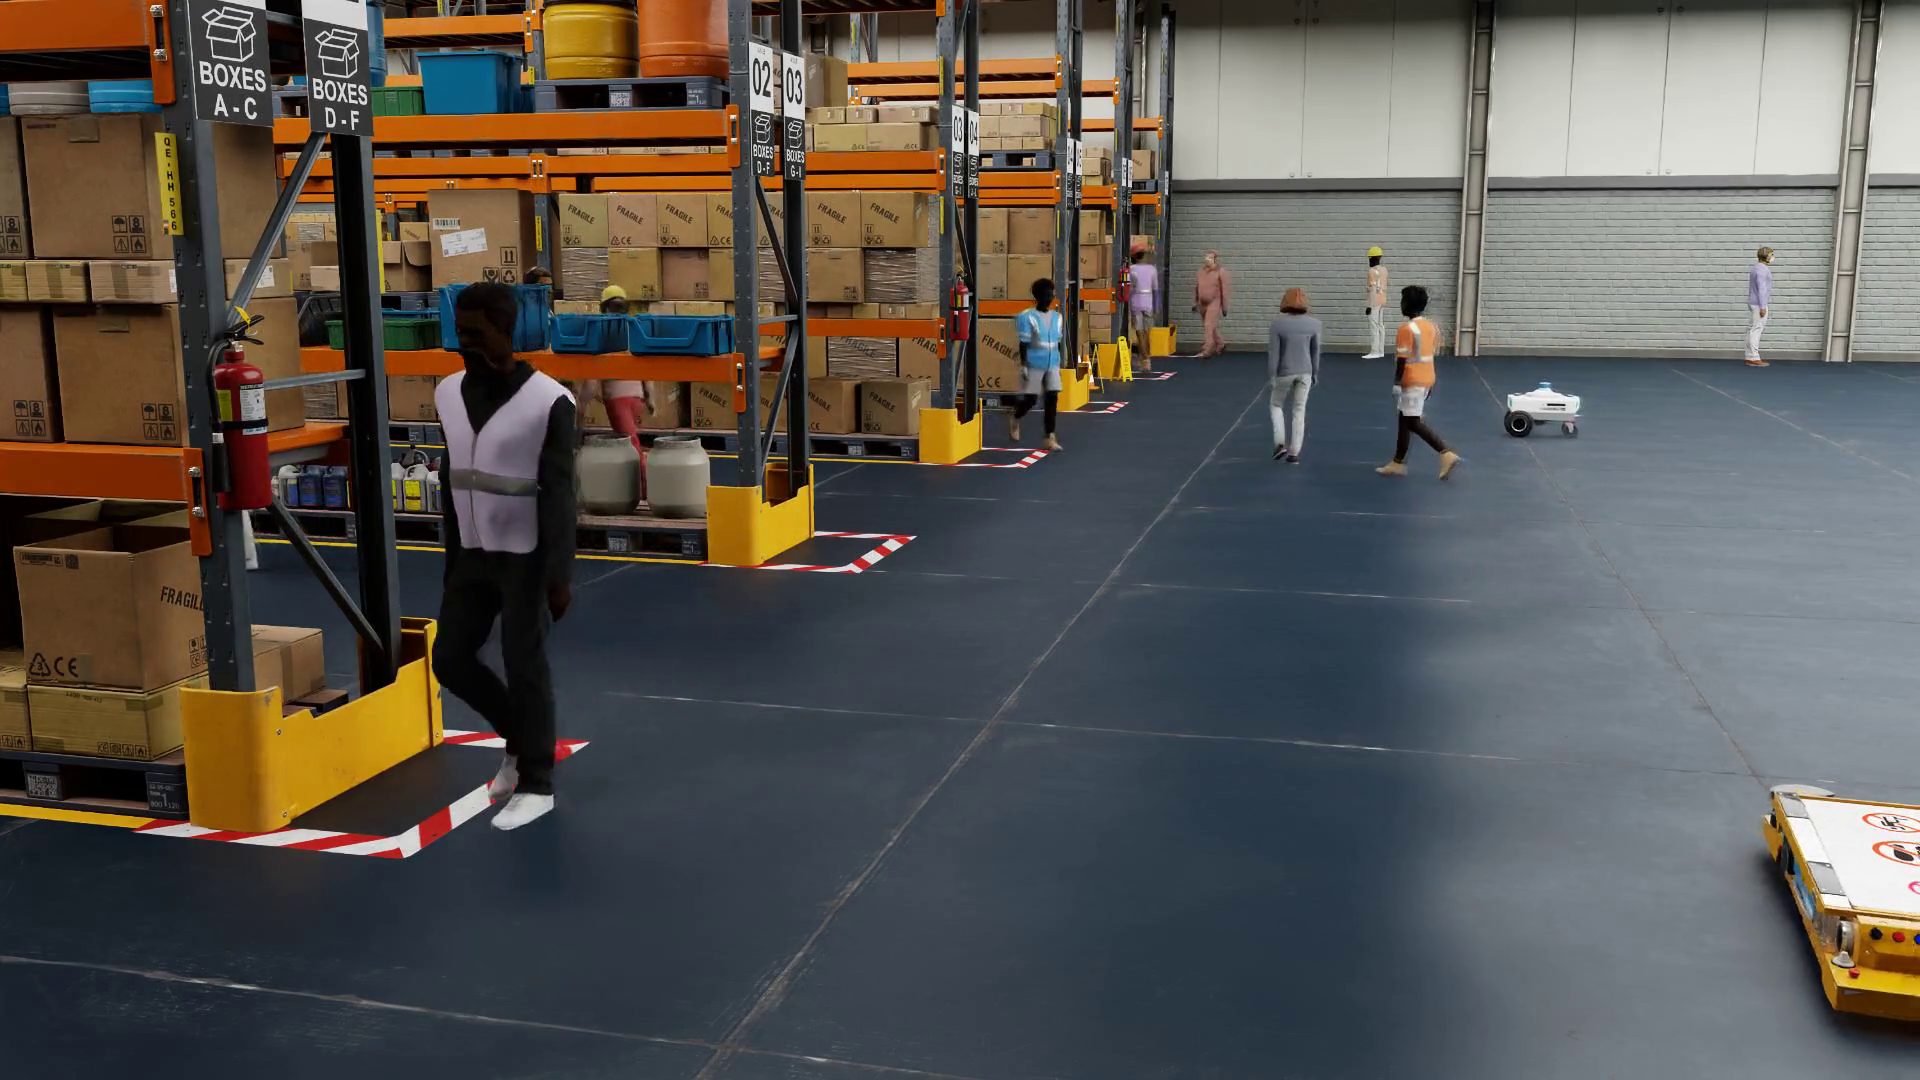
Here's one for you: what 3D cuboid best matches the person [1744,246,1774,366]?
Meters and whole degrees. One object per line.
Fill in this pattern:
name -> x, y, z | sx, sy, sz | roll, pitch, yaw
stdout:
person -> 13.003, -3.793, 27.039 | 0.372, 1.940, 0.631 | 3, 11, 15

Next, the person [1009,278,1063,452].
person -> 0.757, -1.709, 16.182 | 0.542, 1.680, 0.632 | -6, 12, -30

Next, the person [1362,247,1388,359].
person -> 7.153, -4.088, 28.706 | 0.384, 1.924, 0.594 | 7, 13, 36

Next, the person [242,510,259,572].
person -> -4.619, -0.599, 10.239 | 0.624, 1.619, 0.518 | 1, 10, 8

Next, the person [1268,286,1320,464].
person -> 3.047, -1.502, 15.237 | 0.505, 1.621, 0.375 | 0, 10, -2

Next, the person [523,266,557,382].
person -> -3.203, -1.151, 12.654 | 0.327, 1.843, 0.516 | 2, 11, 14

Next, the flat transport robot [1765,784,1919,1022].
flat transport robot -> 2.816, 1.040, 4.879 | 0.652, 0.197, 1.431 | 3, 11, 18

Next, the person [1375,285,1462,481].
person -> 3.936, -1.333, 14.155 | 0.784, 1.670, 0.537 | 9, 13, 39

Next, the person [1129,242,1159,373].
person -> 2.732, -3.616, 25.905 | 0.612, 1.992, 0.980 | -6, 12, -30

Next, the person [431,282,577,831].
person -> -1.576, 0.063, 5.772 | 0.611, 1.898, 0.457 | 5, 11, 26

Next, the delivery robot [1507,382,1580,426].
delivery robot -> 6.087, -1.401, 17.359 | 0.707, 0.478, 0.477 | 3, 11, 16

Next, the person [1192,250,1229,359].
person -> 4.388, -4.090, 28.847 | 0.890, 1.880, 0.627 | -9, 13, -40

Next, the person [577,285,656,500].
person -> -2.598, -1.048, 12.501 | 1.006, 1.698, 0.572 | 6, 12, 31
